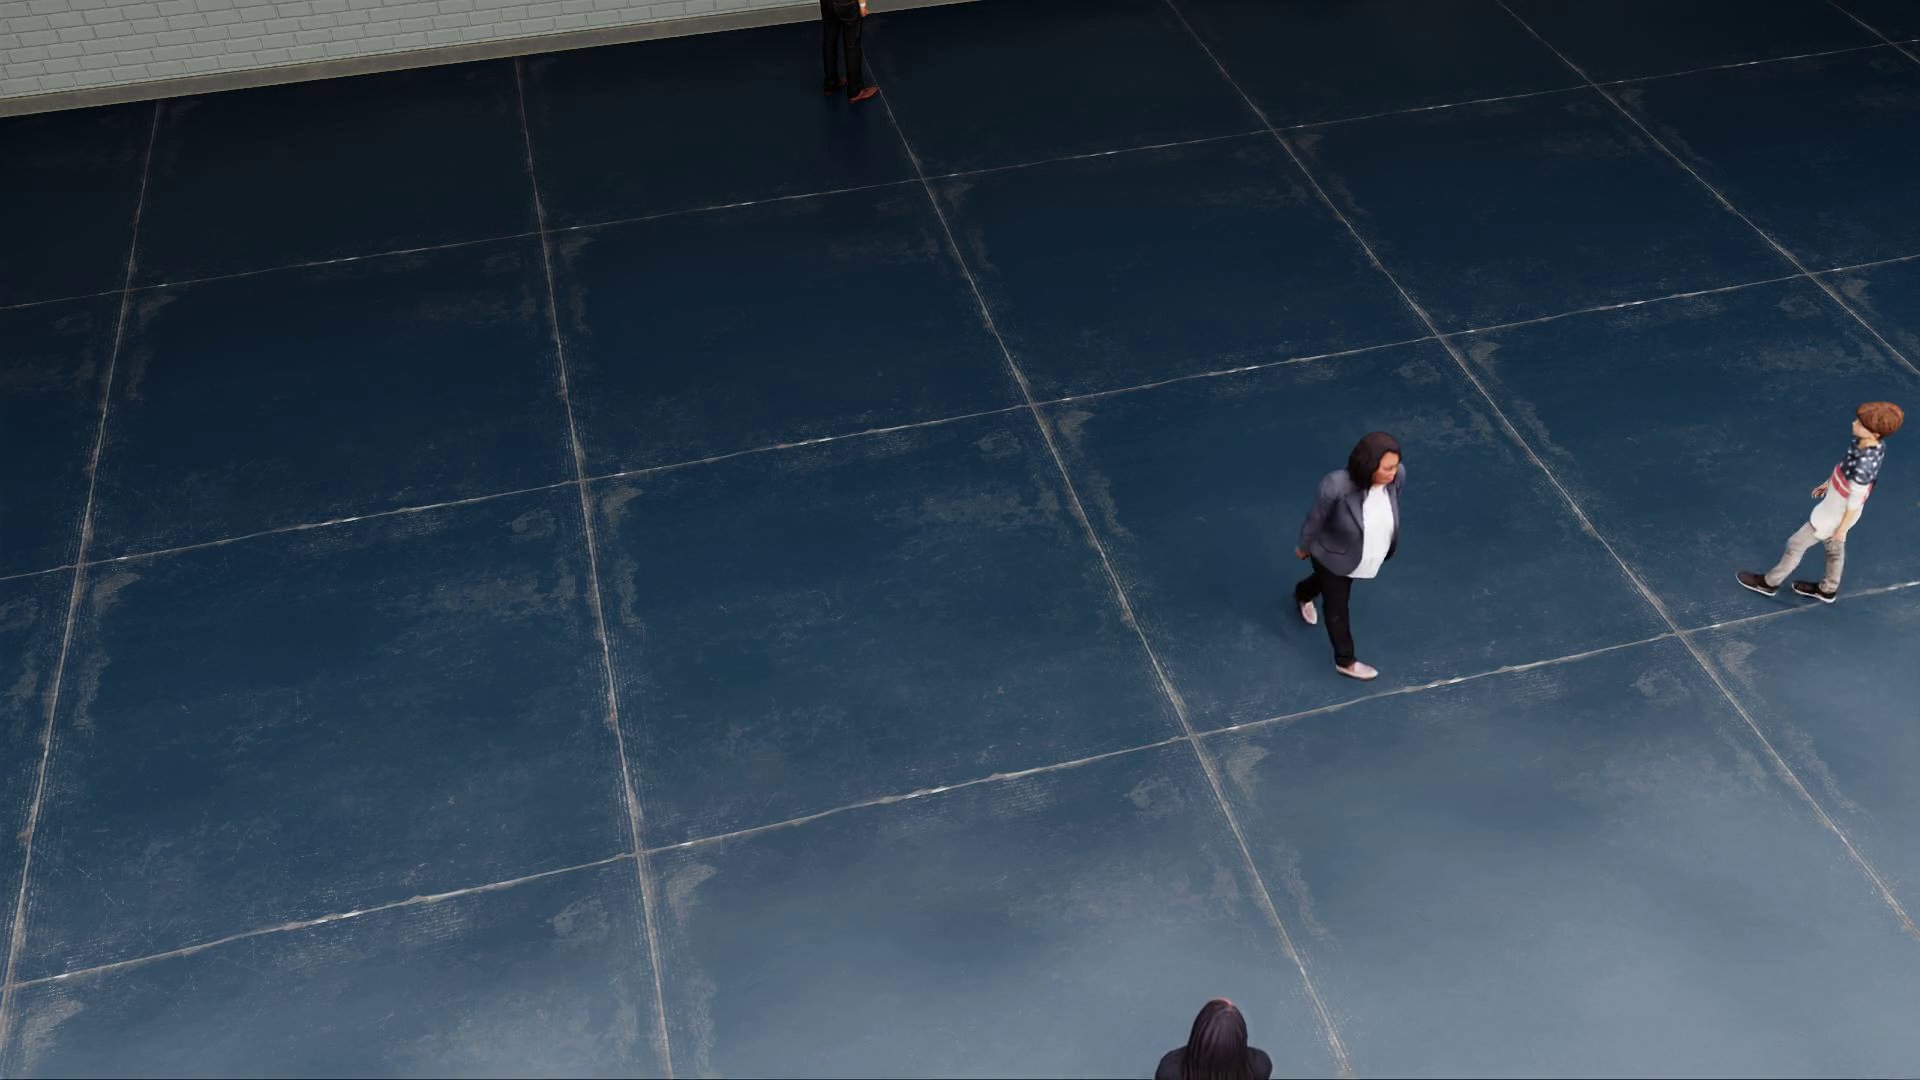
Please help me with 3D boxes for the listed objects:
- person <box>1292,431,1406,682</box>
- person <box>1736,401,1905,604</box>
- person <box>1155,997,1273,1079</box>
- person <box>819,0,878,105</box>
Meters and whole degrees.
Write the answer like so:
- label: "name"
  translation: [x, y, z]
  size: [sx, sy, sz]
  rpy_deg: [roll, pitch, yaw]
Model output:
- label: "person"
  translation: [2.050, -0.019, 9.062]
  size: [0.872, 1.563, 1.140]
  rpy_deg: [-18, 46, -18]
- label: "person"
  translation: [5.016, -0.174, 9.331]
  size: [0.850, 1.422, 0.781]
  rpy_deg: [24, 48, 23]
- label: "person"
  translation: [0.941, 2.309, 6.448]
  size: [0.649, 1.727, 0.632]
  rpy_deg: [-4, 43, -5]
- label: "person"
  translation: [-0.984, -4.468, 13.687]
  size: [0.738, 1.754, 0.812]
  rpy_deg: [24, 48, 24]
